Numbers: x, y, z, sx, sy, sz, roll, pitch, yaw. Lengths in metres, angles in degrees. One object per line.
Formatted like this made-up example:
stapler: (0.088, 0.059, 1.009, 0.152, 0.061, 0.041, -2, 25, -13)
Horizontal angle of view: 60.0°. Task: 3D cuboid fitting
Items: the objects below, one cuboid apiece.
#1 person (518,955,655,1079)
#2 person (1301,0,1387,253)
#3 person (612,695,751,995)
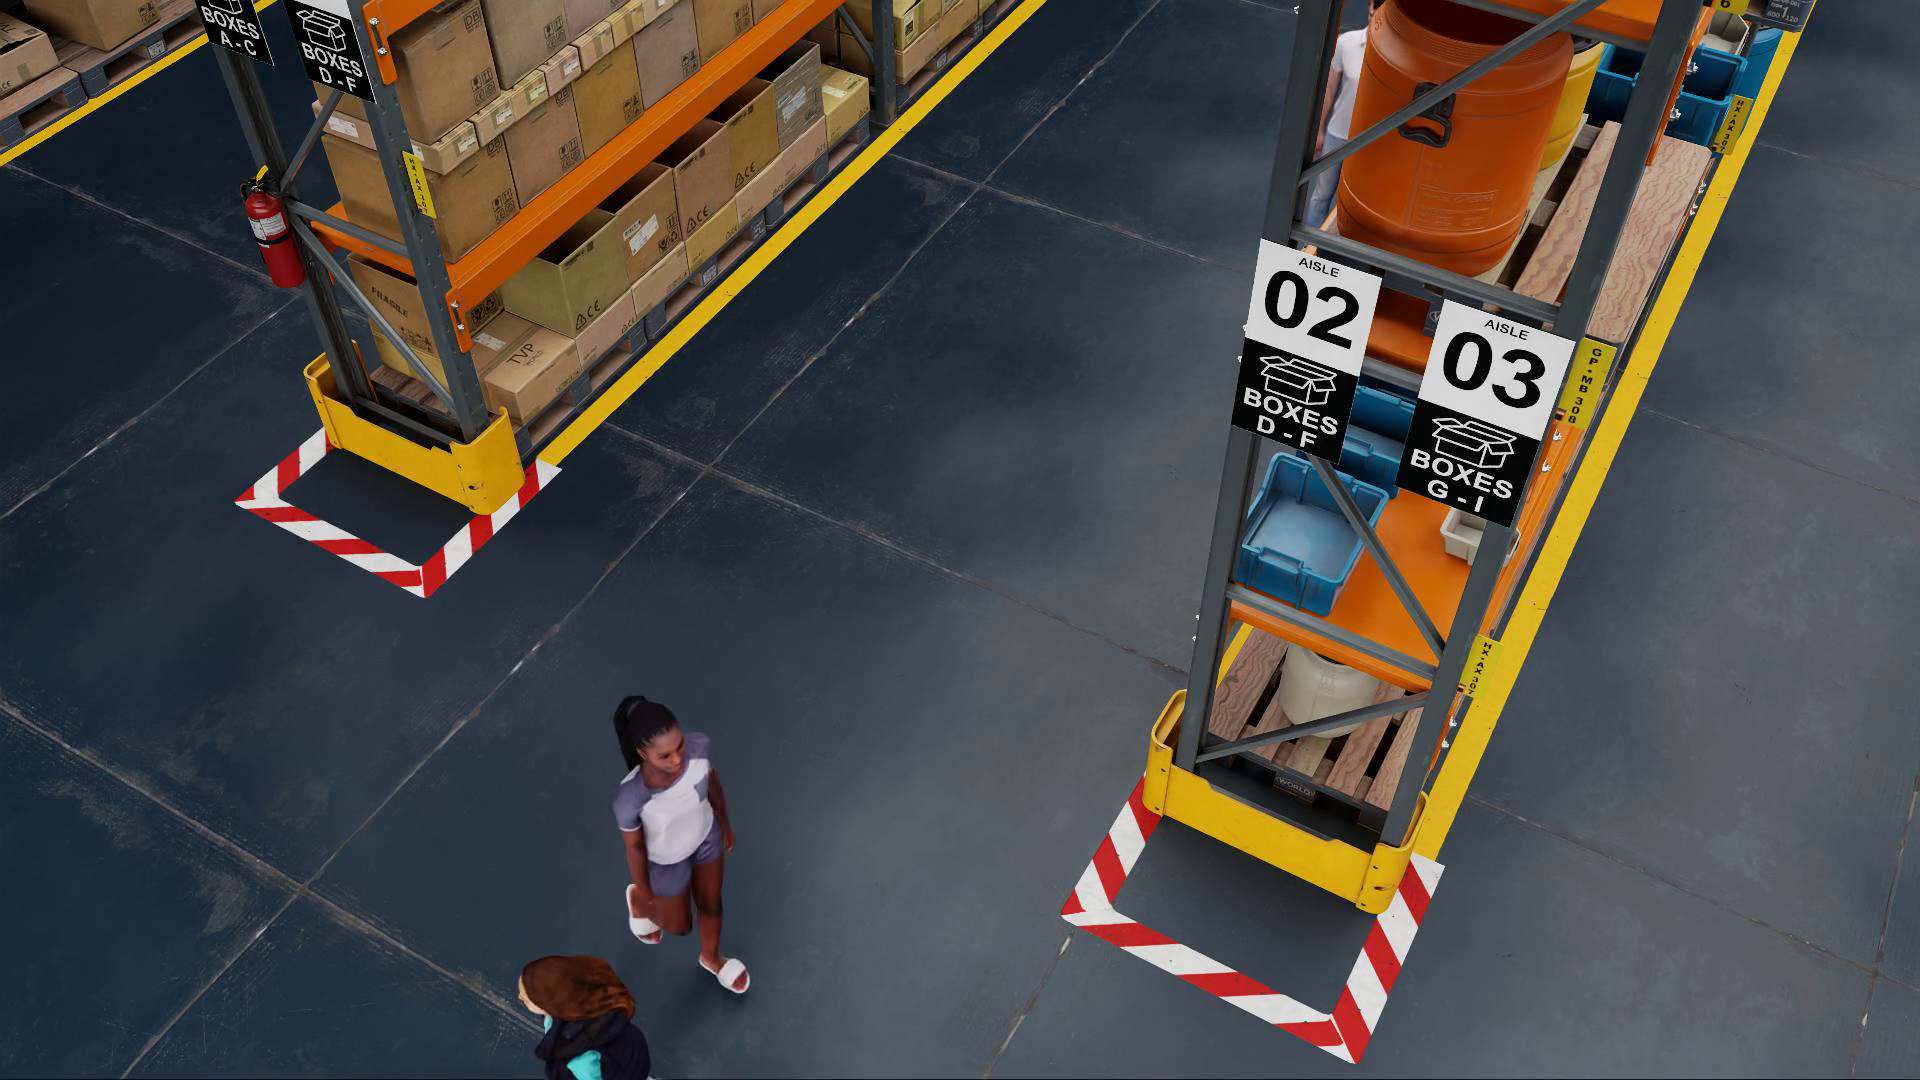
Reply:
person: (-1.214, 1.870, 5.914, 1.011, 1.455, 0.964, -11, 48, -10)
person: (2.286, -2.311, 9.511, 0.688, 1.850, 0.603, 14, 49, 13)
person: (-1.127, 1.142, 6.415, 0.757, 1.709, 0.825, 33, 55, 27)
